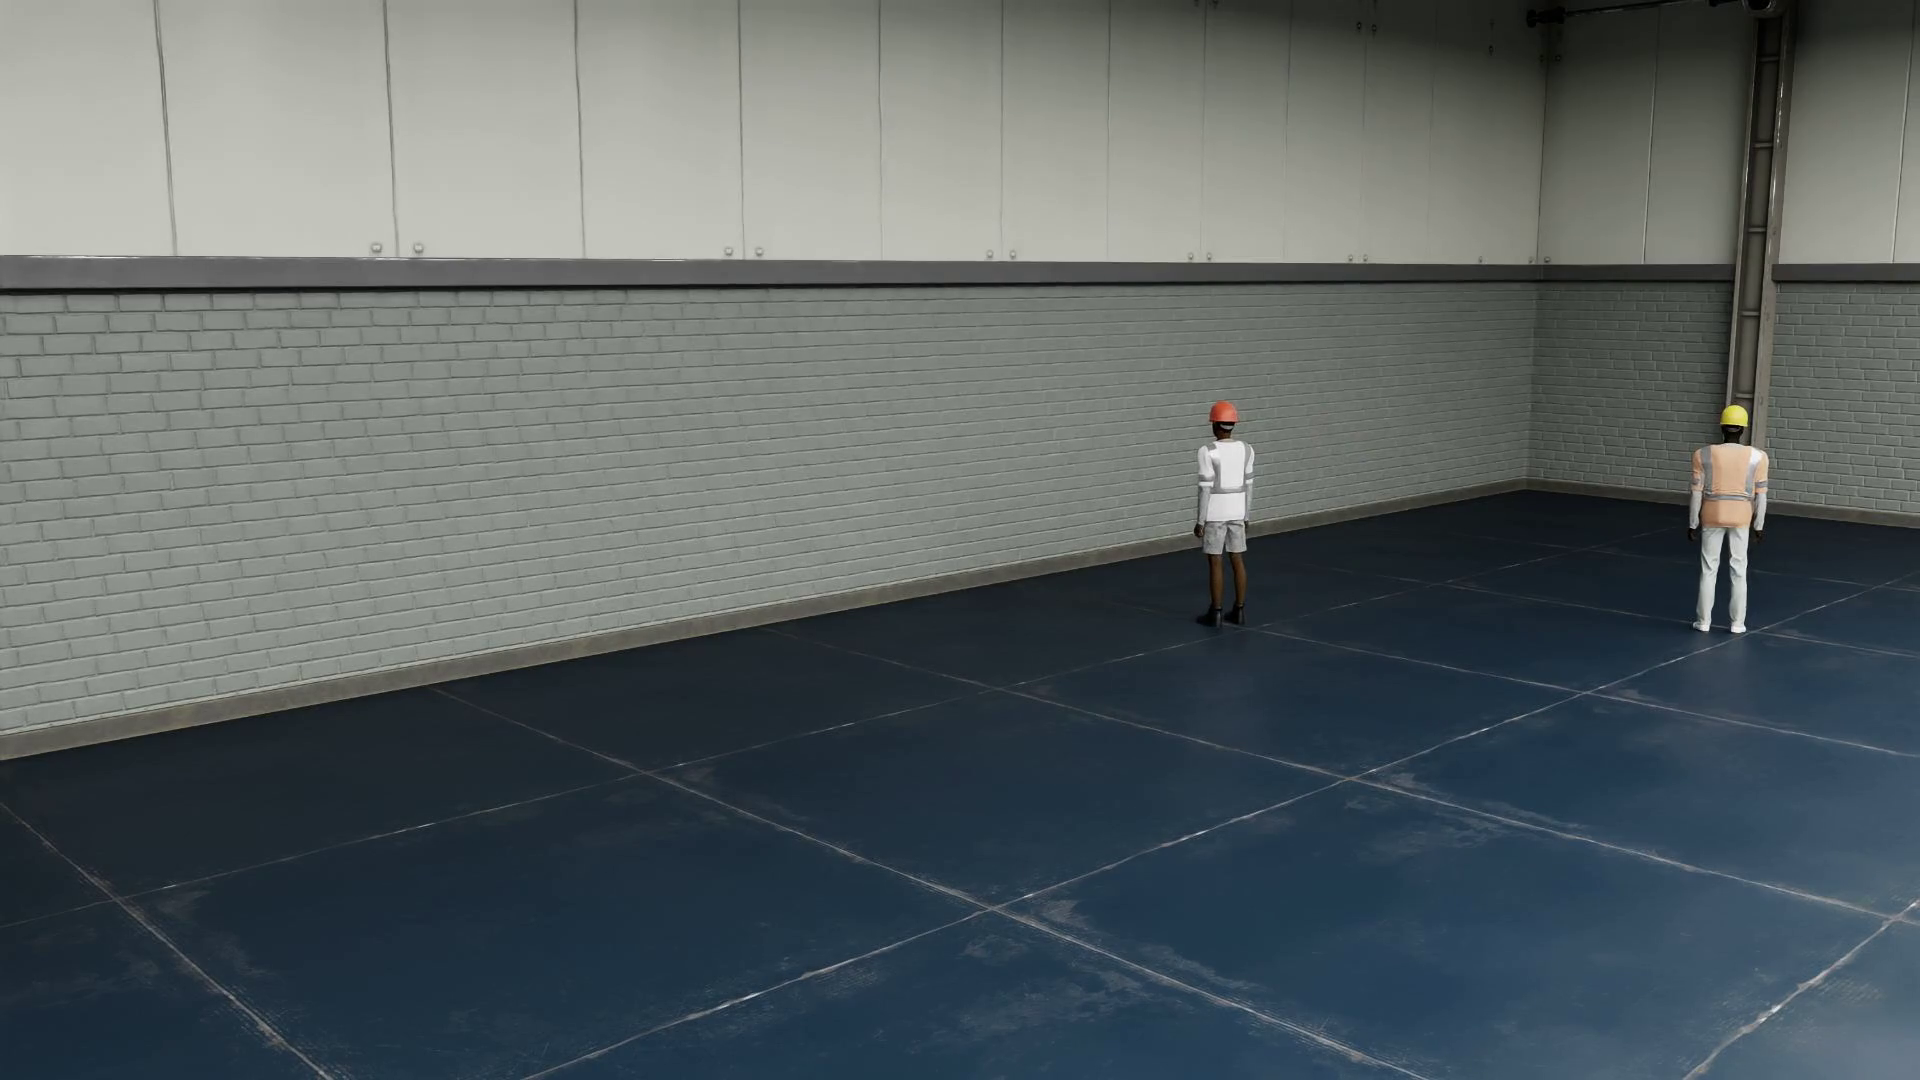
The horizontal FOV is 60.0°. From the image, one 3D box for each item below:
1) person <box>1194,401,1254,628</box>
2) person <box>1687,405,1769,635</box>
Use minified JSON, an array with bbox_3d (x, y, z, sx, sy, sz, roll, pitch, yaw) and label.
[{"bbox_3d":[2.240,-0.220,14.250,0.547,1.938,0.379,-4,10,-24],"label":"person"},{"bbox_3d":[6.422,-0.166,13.947,0.594,1.925,0.370,3,10,19],"label":"person"}]
